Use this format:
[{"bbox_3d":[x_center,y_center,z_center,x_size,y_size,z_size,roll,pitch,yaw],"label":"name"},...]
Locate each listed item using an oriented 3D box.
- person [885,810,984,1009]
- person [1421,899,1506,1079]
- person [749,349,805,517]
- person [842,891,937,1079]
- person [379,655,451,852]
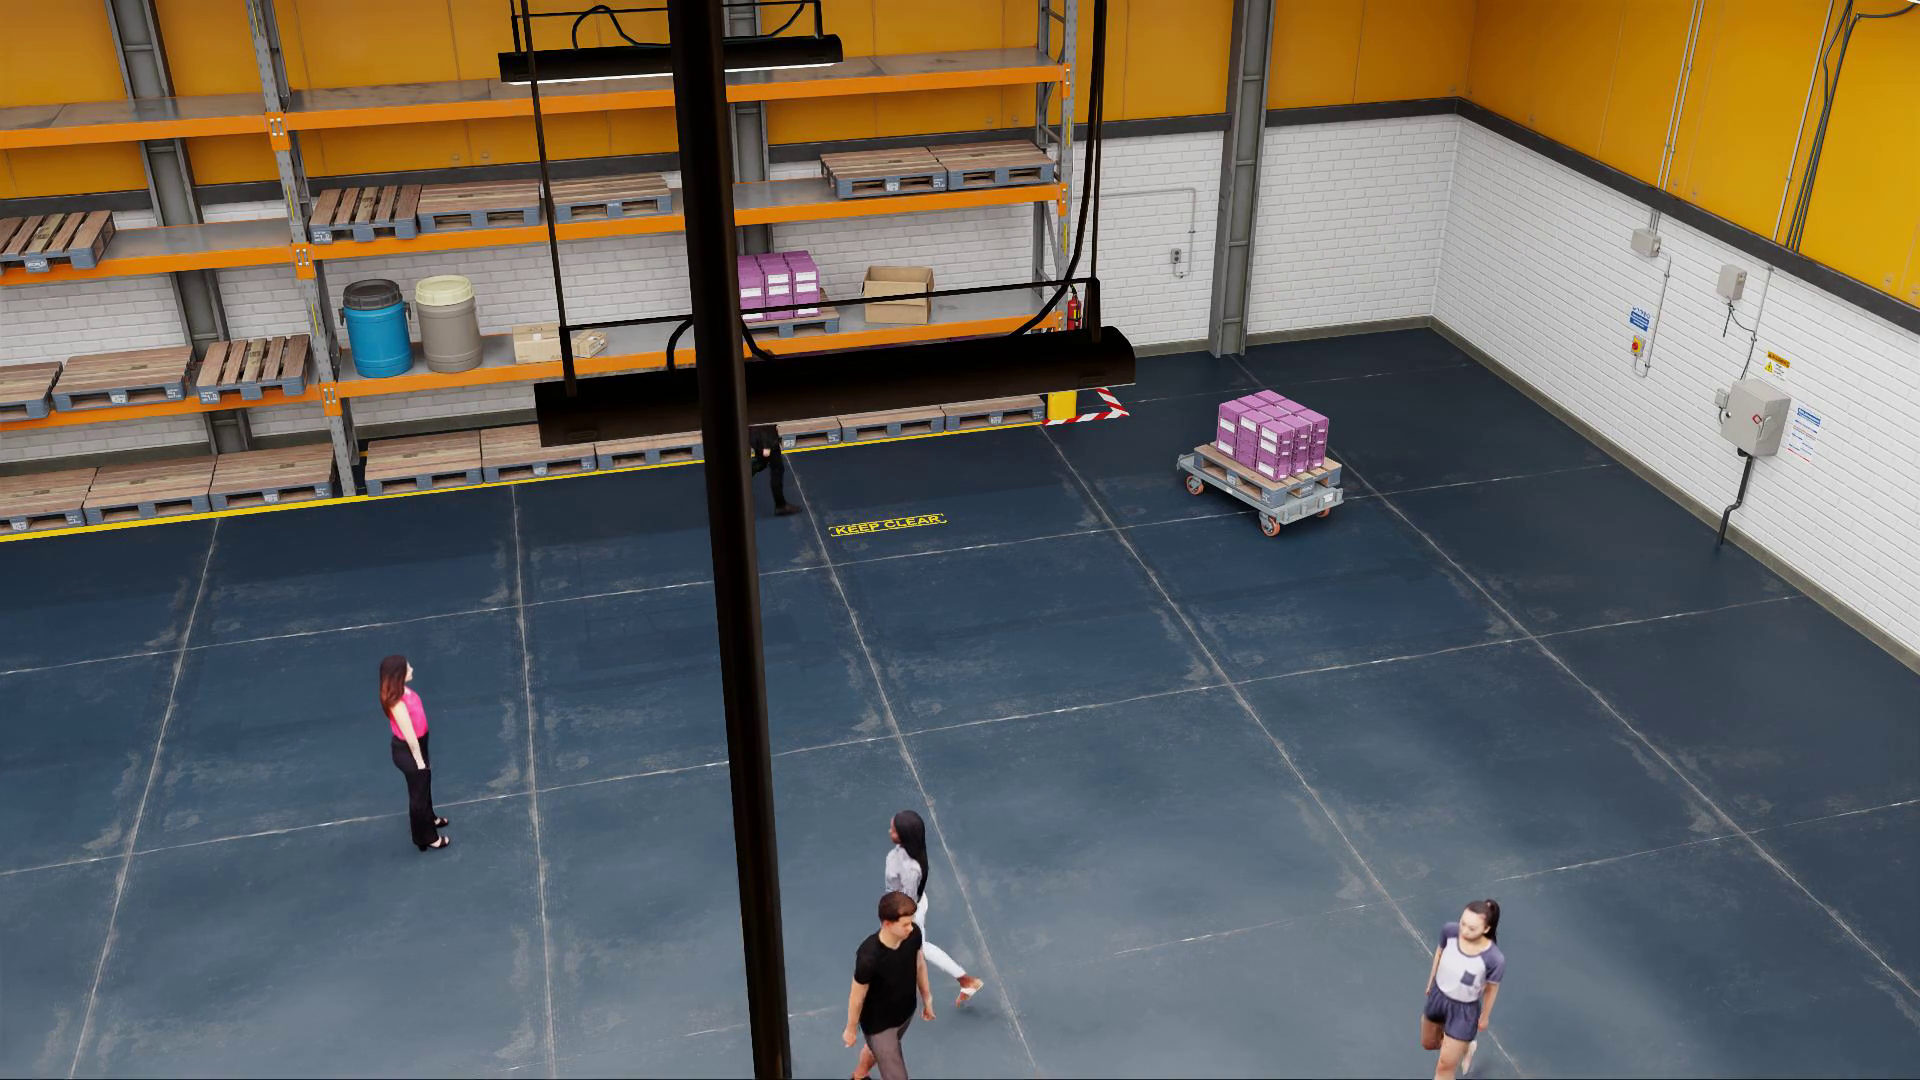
[{"bbox_3d":[-0.266,2.437,10.748,1.171,1.699,0.847,1,29,3],"label":"person"},{"bbox_3d":[3.052,2.817,10.121,0.978,1.633,0.783,-19,34,-31],"label":"person"},{"bbox_3d":[-2.084,-1.068,16.998,1.088,1.866,0.731,-9,30,-15],"label":"person"},{"bbox_3d":[-0.491,2.799,9.973,1.192,1.806,1.240,23,36,35],"label":"person"},{"bbox_3d":[-4.080,1.580,12.361,0.568,1.659,0.603,-11,31,-20],"label":"person"}]
